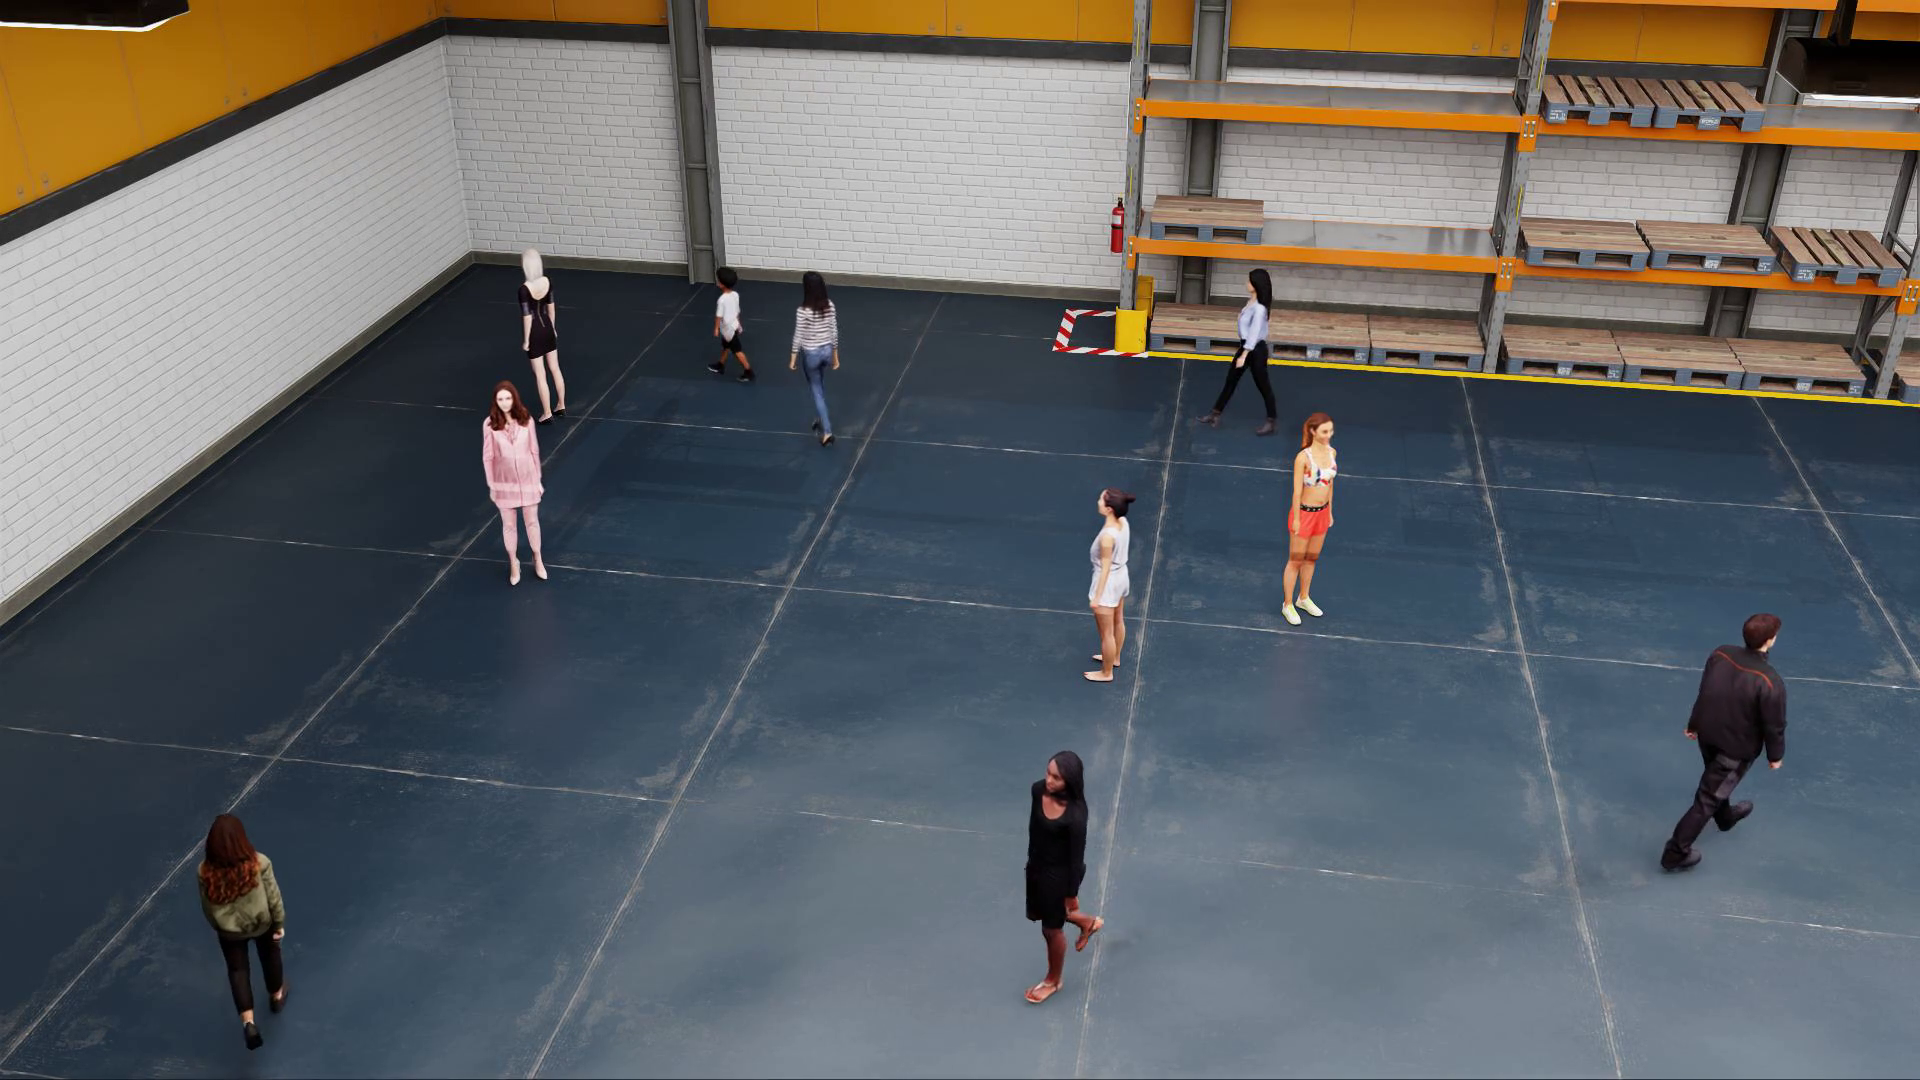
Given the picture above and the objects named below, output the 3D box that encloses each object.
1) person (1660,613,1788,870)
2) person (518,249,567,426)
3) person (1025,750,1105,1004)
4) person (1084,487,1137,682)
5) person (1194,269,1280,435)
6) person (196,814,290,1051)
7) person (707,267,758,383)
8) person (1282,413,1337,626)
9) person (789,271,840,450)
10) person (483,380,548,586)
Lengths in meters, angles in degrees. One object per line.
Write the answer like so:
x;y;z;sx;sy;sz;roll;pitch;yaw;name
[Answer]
4.794;1.315;10.539;1.270;1.789;1.125;-12;31;-21;person
-4.200;-2.036;16.639;0.624;1.830;0.655;17;33;28;person
0.617;1.895;9.562;0.964;1.705;0.893;-16;33;-27;person
1.133;0.324;12.550;0.616;1.602;0.615;11;31;20;person
2.978;-1.801;16.336;1.130;1.707;0.814;-2;29;-3;person
-3.998;2.187;9.283;0.919;1.461;0.874;-8;30;-14;person
-2.402;-2.265;17.676;0.934;1.238;0.657;14;31;23;person
2.793;-0.192;13.297;0.677;1.792;0.743;-16;33;-27;person
-1.332;-1.700;16.074;0.785;1.780;0.858;-24;37;-37;person
-3.691;-0.487;13.826;0.630;1.803;0.746;-10;30;-18;person
